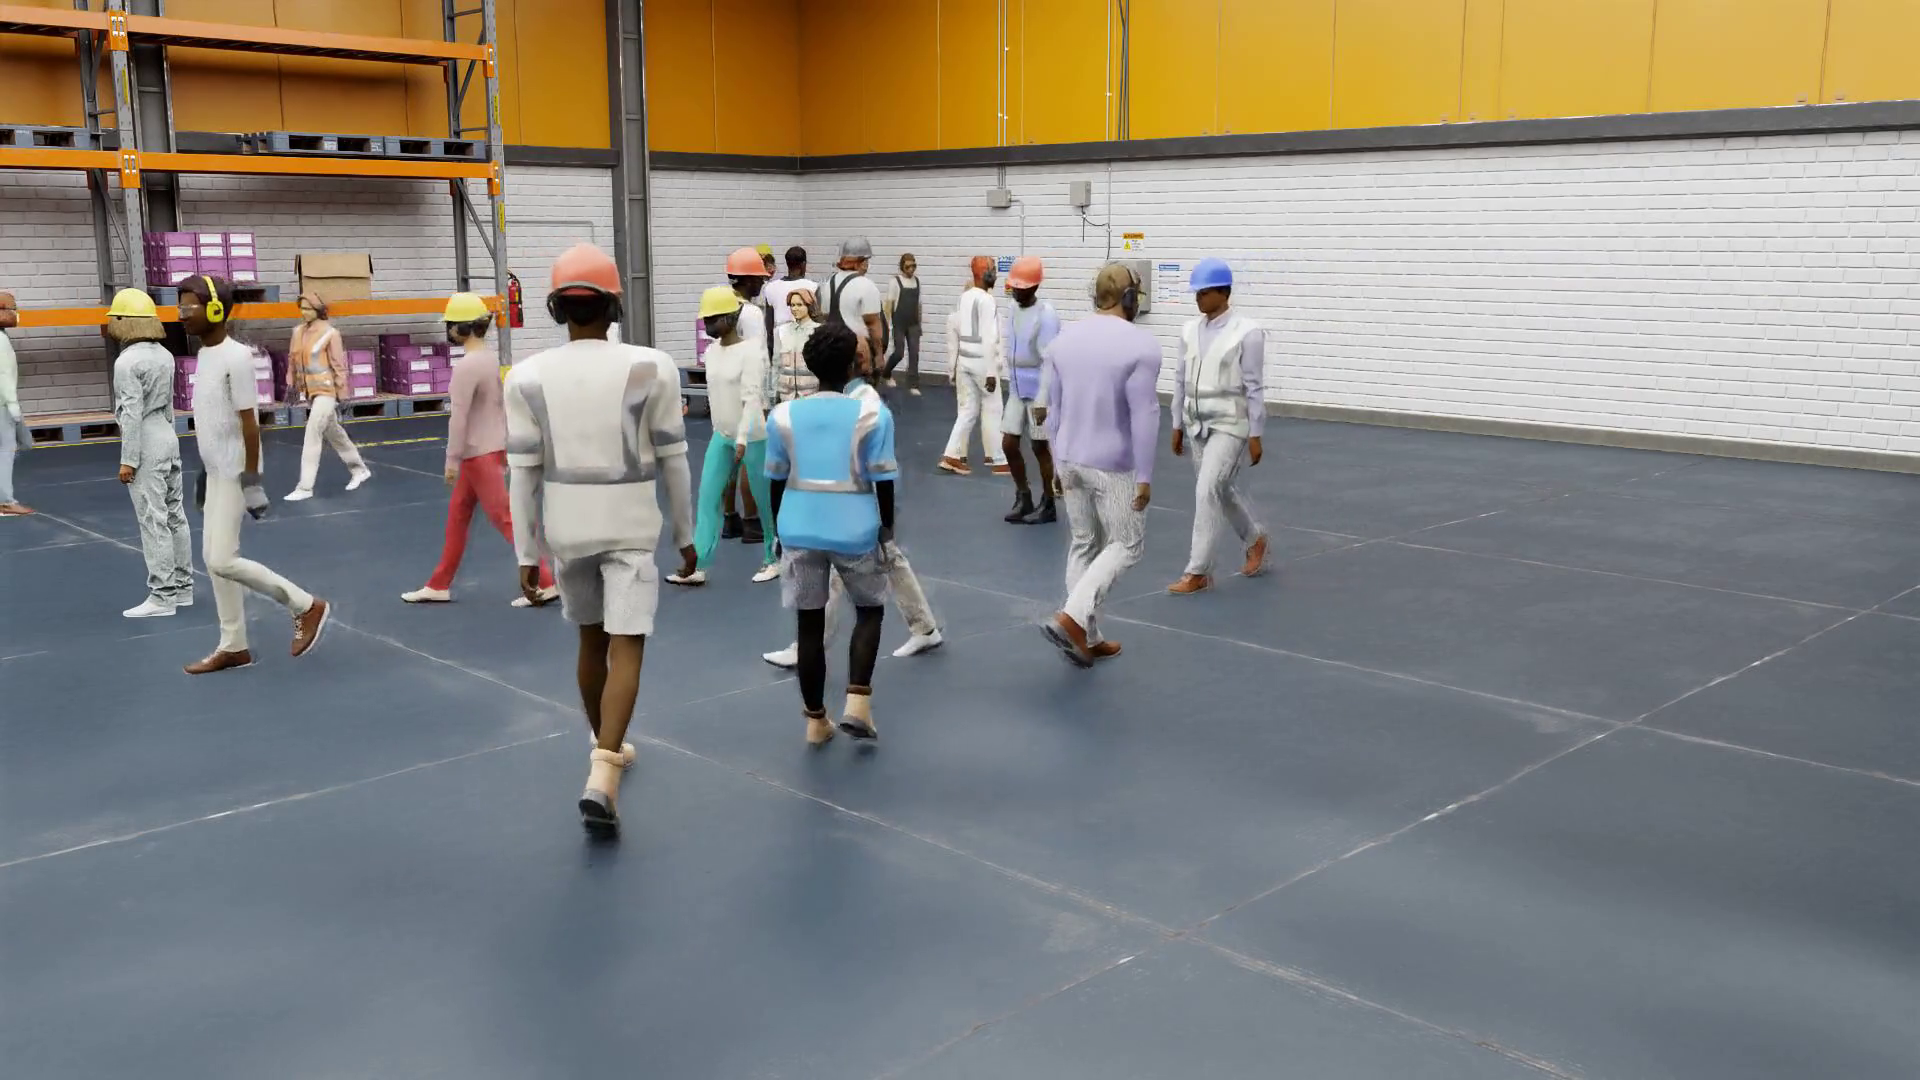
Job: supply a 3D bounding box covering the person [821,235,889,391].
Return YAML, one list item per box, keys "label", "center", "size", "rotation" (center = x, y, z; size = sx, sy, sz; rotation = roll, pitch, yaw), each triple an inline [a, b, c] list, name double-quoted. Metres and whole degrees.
- label: "person"
  center: [-0.890, -1.711, 14.876]
  size: [0.536, 2.000, 0.689]
  rotation: [-7, 13, -34]

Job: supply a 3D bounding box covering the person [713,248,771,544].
- label: "person"
  center: [-1.404, -0.945, 10.980]
  size: [0.358, 1.937, 0.549]
  rotation: [-8, 13, -38]

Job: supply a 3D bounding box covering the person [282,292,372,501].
- label: "person"
  center: [-4.950, -1.138, 12.967]
  size: [0.517, 1.595, 0.860]
  rotation: [7, 13, 35]

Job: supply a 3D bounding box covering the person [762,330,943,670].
- label: "person"
  center: [-0.479, -0.190, 7.816]
  size: [0.901, 1.586, 0.500]
  rotation: [-3, 11, -14]

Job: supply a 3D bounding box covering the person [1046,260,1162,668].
- label: "person"
  center: [0.609, -0.328, 7.708]
  size: [0.641, 1.915, 0.633]
  rotation: [10, 14, 43]

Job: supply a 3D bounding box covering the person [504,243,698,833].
- label: "person"
  center: [-1.263, -0.022, 5.785]
  size: [0.615, 2.012, 1.003]
  rotation: [1, 10, 3]

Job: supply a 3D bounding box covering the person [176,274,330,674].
- label: "person"
  center: [-3.348, -0.303, 7.718]
  size: [0.547, 1.851, 0.519]
  rotation: [-8, 13, -38]

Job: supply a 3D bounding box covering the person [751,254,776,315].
- label: "person"
  center: [-2.298, -2.457, 19.614]
  size: [0.990, 1.809, 0.524]
  rotation: [2, 11, 13]

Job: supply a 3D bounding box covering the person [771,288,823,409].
- label: "person"
  center: [-1.149, -1.028, 12.242]
  size: [0.514, 1.642, 0.310]
  rotation: [4, 11, 21]

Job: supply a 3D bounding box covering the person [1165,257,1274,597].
- label: "person"
  center: [1.522, -0.665, 9.571]
  size: [0.931, 1.913, 0.632]
  rotation: [-8, 13, -36]

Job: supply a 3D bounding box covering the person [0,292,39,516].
- label: "person"
  center: [-6.894, -0.973, 12.010]
  size: [0.360, 1.624, 0.513]
  rotation: [-6, 12, -28]

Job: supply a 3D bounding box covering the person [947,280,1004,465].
- label: "person"
  center: [0.134, -1.471, 14.674]
  size: [0.499, 1.634, 0.288]
  rotation: [1, 10, 5]

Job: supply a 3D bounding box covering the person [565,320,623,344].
- label: "person"
  center: [-2.965, -1.318, 13.385]
  size: [0.597, 1.801, 0.848]
  rotation: [7, 13, 34]

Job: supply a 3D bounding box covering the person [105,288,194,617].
- label: "person"
  center: [-4.347, -0.462, 8.878]
  size: [0.297, 1.744, 0.487]
  rotation: [0, 10, -1]

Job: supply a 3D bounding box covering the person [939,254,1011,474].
- label: "person"
  center: [0.169, -1.464, 14.035]
  size: [0.652, 1.879, 0.594]
  rotation: [-5, 11, -23]

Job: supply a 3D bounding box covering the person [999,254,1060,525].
- label: "person"
  center: [0.495, -1.016, 11.496]
  size: [0.597, 1.886, 0.572]
  rotation: [-9, 13, -39]

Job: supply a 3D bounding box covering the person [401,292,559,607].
- label: "person"
  center: [-2.613, -0.476, 9.019]
  size: [0.893, 1.720, 0.535]
  rotation: [0, 10, 0]

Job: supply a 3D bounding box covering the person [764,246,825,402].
- label: "person"
  center: [-1.547, -1.793, 15.656]
  size: [0.598, 1.917, 0.378]
  rotation: [4, 11, 21]

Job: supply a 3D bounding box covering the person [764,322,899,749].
- label: "person"
  center: [-0.504, -0.007, 6.542]
  size: [0.551, 1.684, 0.359]
  rotation: [2, 11, 8]

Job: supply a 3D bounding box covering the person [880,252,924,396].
- label: "person"
  center: [-0.744, -2.741, 21.120]
  size: [0.565, 1.817, 0.686]
  rotation: [-7, 12, -32]

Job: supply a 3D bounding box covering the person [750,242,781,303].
- label: "person"
  center: [-2.693, -3.138, 23.014]
  size: [0.591, 1.940, 0.384]
  rotation: [5, 12, 26]

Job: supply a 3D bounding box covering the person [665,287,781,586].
- label: "person"
  center: [-1.345, -0.570, 9.521]
  size: [0.541, 1.723, 0.869]
  rotation: [8, 13, 37]
